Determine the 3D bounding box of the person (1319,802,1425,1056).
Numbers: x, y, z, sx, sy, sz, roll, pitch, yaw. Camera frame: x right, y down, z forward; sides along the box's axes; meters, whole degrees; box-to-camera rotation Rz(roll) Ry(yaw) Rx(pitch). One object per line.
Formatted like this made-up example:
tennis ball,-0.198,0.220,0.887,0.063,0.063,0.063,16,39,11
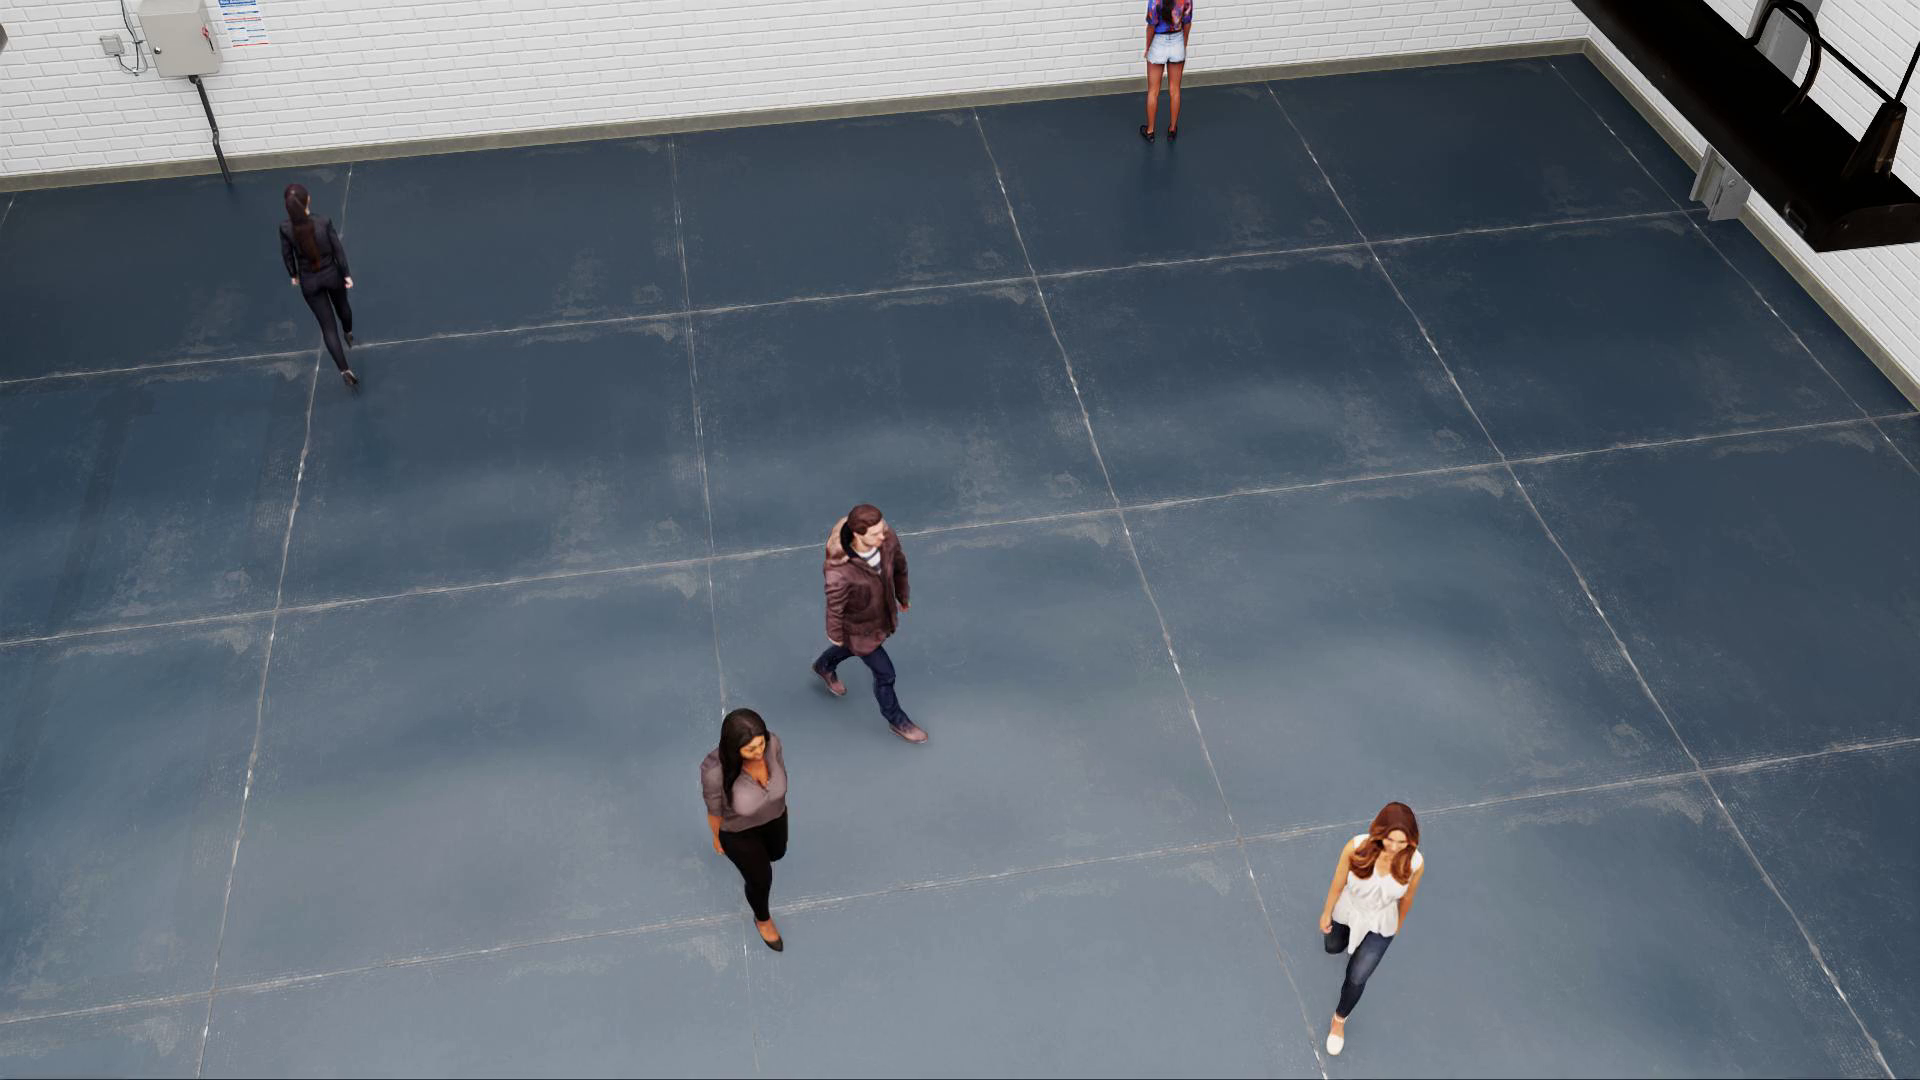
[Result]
person,2.097,1.890,8.674,0.901,1.762,1.115,12,45,13

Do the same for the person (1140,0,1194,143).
person,1.916,-4.522,15.421,0.598,1.740,0.532,-4,44,-4

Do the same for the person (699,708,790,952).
person,-1.185,1.486,9.060,0.950,1.815,1.117,-30,51,-27

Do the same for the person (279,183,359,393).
person,-4.873,-1.914,12.735,0.728,1.670,1.079,-14,45,-14

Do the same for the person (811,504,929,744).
person,-0.645,0.442,10.163,1.276,1.805,1.227,24,49,23
